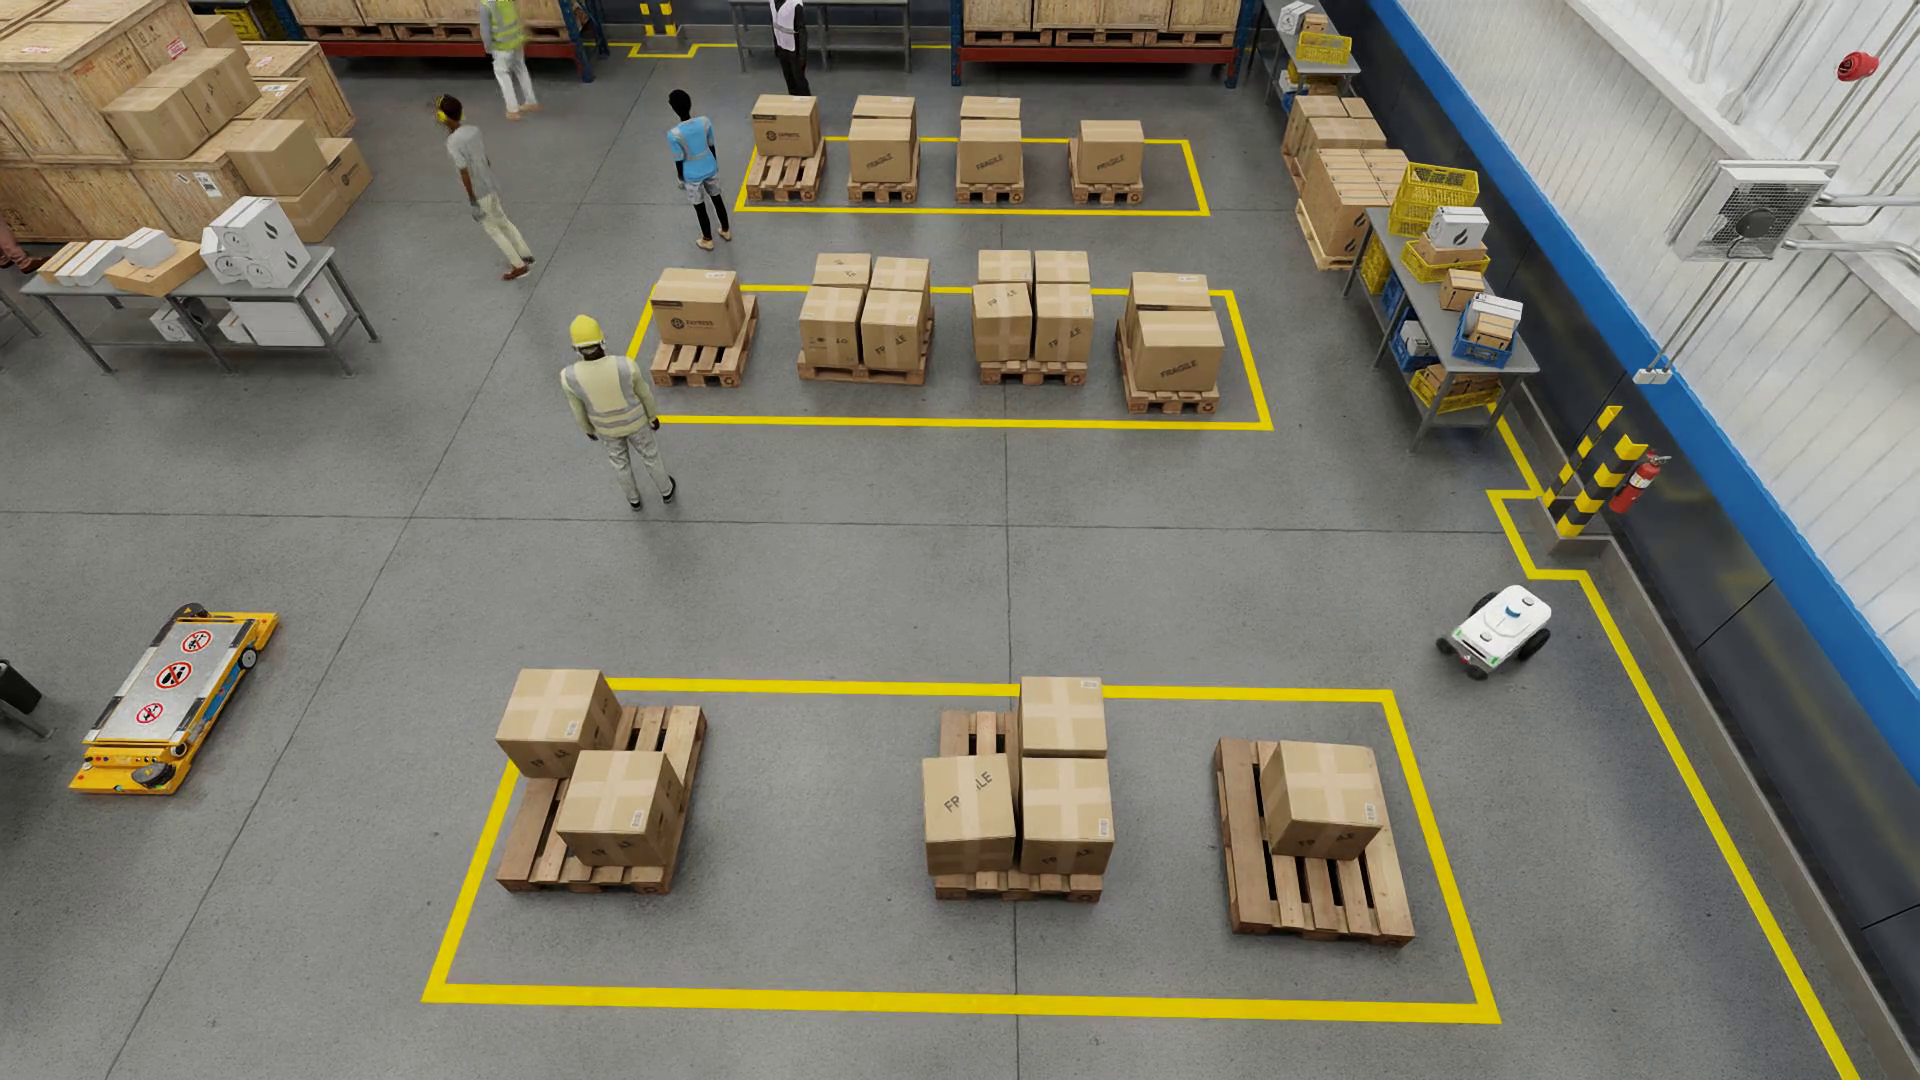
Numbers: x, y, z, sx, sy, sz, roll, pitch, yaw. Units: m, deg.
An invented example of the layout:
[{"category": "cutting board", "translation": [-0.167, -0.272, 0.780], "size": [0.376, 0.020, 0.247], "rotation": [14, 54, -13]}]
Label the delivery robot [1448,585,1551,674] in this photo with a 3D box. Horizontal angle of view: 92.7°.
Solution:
[{"category": "delivery robot", "translation": [3.879, 0.626, 6.575], "size": [0.707, 0.478, 0.477], "rotation": [-29, 56, -22]}]

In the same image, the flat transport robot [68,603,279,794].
[{"category": "flat transport robot", "translation": [-5.504, 1.072, 6.442], "size": [0.652, 0.197, 1.431], "rotation": [1, 50, 1]}]

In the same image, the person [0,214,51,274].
[{"category": "person", "translation": [-10.257, -3.660, 9.392], "size": [0.644, 1.899, 0.397], "rotation": [13, 51, 11]}]

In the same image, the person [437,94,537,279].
[{"category": "person", "translation": [-4.822, -3.526, 9.332], "size": [0.372, 1.841, 0.583], "rotation": [4, 50, 4]}]

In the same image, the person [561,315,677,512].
[{"category": "person", "translation": [-2.649, -0.948, 7.140], "size": [0.586, 1.825, 0.403], "rotation": [-12, 51, -10]}]

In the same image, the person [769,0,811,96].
[{"category": "person", "translation": [-2.122, -6.164, 11.493], "size": [0.598, 1.917, 0.378], "rotation": [37, 59, 27]}]

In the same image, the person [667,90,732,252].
[{"category": "person", "translation": [-2.772, -3.897, 9.721], "size": [0.320, 1.693, 0.531], "rotation": [36, 59, 27]}]

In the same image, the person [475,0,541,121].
[{"category": "person", "translation": [-5.869, -6.369, 11.737], "size": [0.560, 1.812, 0.692], "rotation": [16, 52, 13]}]
